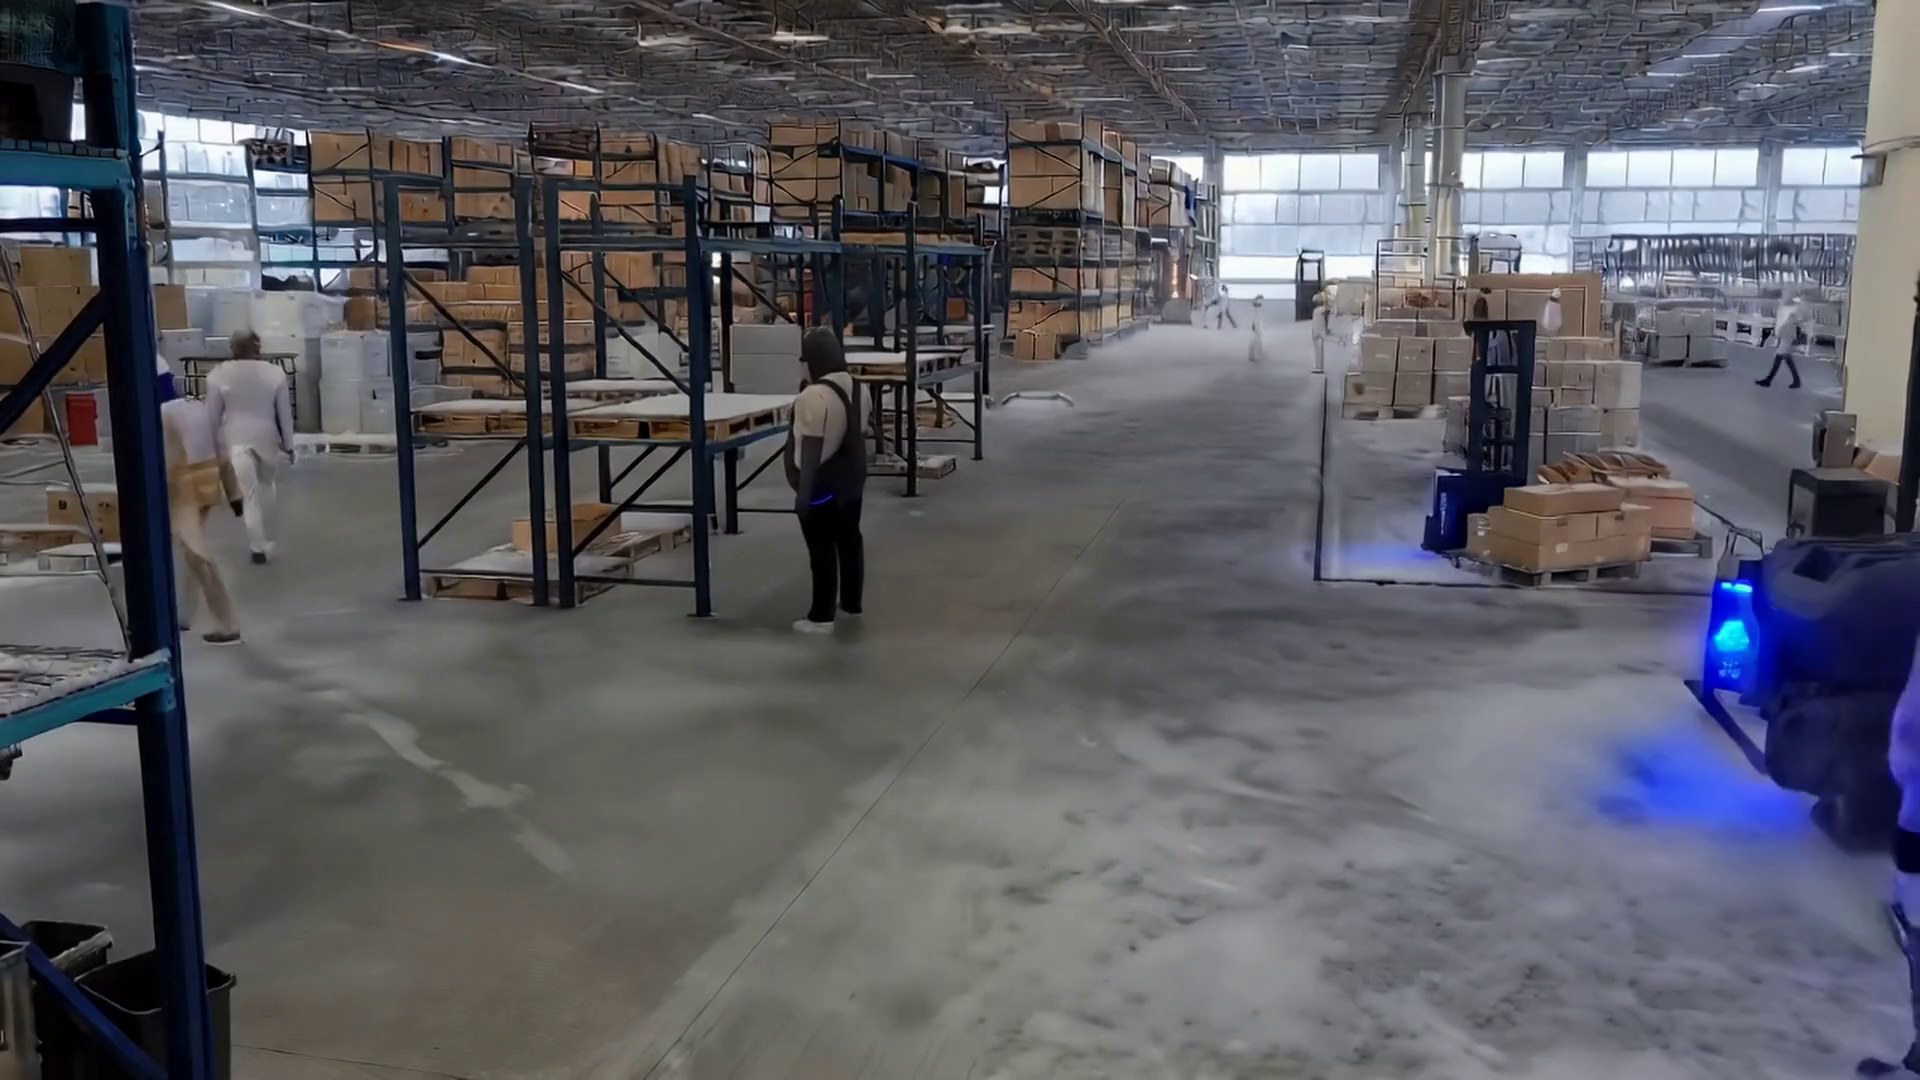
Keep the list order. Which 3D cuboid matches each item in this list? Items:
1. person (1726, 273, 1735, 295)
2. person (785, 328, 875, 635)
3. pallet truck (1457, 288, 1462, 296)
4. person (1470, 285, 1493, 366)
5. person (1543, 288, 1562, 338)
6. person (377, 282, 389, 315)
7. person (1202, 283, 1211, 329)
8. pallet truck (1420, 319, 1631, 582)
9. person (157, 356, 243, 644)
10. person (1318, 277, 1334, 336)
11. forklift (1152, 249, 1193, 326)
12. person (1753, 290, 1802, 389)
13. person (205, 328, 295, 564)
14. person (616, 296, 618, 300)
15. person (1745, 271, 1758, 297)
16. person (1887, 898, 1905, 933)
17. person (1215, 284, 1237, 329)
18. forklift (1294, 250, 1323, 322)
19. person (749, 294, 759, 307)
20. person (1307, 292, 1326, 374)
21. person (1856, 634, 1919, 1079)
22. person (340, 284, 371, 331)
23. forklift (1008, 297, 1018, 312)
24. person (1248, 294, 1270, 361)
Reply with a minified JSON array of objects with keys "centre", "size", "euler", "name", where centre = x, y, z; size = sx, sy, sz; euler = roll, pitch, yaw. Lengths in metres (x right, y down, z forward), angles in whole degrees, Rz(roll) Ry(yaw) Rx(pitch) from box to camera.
[{"centre":[38.280,-12.386,82.762],"size":[0.584,1.797,0.965],"euler":[2,10,10],"name":"person"},{"centre":[-0.910,-0.398,11.046],"size":[0.537,2.000,0.679],"euler":[6,11,31],"name":"person"},{"centre":[20.506,-9.785,68.819],"size":[0.653,1.274,1.630],"euler":[2,10,12],"name":"pallet truck"},{"centre":[12.062,-4.936,38.384],"size":[1.020,1.877,0.575],"euler":[5,11,26],"name":"person"},{"centre":[13.676,-4.930,38.560],"size":[0.612,1.815,0.601],"euler":[9,13,43],"name":"person"},{"centre":[-14.453,-5.584,42.148],"size":[0.587,1.911,0.397],"euler":[-5,11,-26],"name":"person"},{"centre":[8.784,-8.328,59.203],"size":[0.274,1.633,0.507],"euler":[0,10,1],"name":"person"},{"centre":[4.543,-0.757,13.299],"size":[0.823,1.965,1.885],"euler":[-4,10,-22],"name":"pallet truck"},{"centre":[-5.023,-0.252,10.674],"size":[0.844,1.867,0.670],"euler":[3,10,16],"name":"person"},{"centre":[11.852,-7.549,53.874],"size":[0.370,1.887,0.670],"euler":[-7,12,-35],"name":"person"},{"centre":[7.646,-9.320,61.395],"size":[1.873,2.768,1.129],"euler":[2,10,11],"name":"forklift"},{"centre":[15.663,-3.809,31.653],"size":[1.038,1.907,0.618],"euler":[-1,10,-4],"name":"person"},{"centre":[-5.870,-0.786,13.732],"size":[0.655,1.906,0.900],"euler":[-5,11,-29],"name":"person"},{"centre":[-8.514,-5.256,41.021],"size":[0.524,1.630,0.324],"euler":[0,10,3],"name":"person"},{"centre":[38.116,-11.975,79.884],"size":[1.011,1.940,0.658],"euler":[-1,10,-6],"name":"person"},{"centre":[3.570,0.590,5.636],"size":[0.450,1.891,0.633],"euler":[6,11,33],"name":"person"},{"centre":[9.405,-8.233,58.715],"size":[0.694,1.604,0.504],"euler":[1,10,7],"name":"person"},{"centre":[13.778,-10.002,65.433],"size":[1.129,2.768,1.873],"euler":[2,10,12],"name":"forklift"},{"centre":[-4.762,-4.955,39.141],"size":[0.836,1.653,0.541],"euler":[0,10,1],"name":"person"},{"centre":[7.734,-4.471,36.006],"size":[0.337,1.759,0.525],"euler":[-1,10,-3],"name":"person"},{"centre":[2.929,0.769,4.785],"size":[0.632,1.830,0.478],"euler":[-8,13,-40],"name":"person"},{"centre":[-13.758,-4.838,37.754],"size":[0.862,1.894,0.622],"euler":[6,11,30],"name":"person"},{"centre":[2.224,-8.408,55.996],"size":[1.129,2.768,1.873],"euler":[2,10,12],"name":"forklift"},{"centre":[7.323,-5.146,40.375],"size":[0.659,1.613,0.550],"euler":[3,10,17],"name":"person"}]
